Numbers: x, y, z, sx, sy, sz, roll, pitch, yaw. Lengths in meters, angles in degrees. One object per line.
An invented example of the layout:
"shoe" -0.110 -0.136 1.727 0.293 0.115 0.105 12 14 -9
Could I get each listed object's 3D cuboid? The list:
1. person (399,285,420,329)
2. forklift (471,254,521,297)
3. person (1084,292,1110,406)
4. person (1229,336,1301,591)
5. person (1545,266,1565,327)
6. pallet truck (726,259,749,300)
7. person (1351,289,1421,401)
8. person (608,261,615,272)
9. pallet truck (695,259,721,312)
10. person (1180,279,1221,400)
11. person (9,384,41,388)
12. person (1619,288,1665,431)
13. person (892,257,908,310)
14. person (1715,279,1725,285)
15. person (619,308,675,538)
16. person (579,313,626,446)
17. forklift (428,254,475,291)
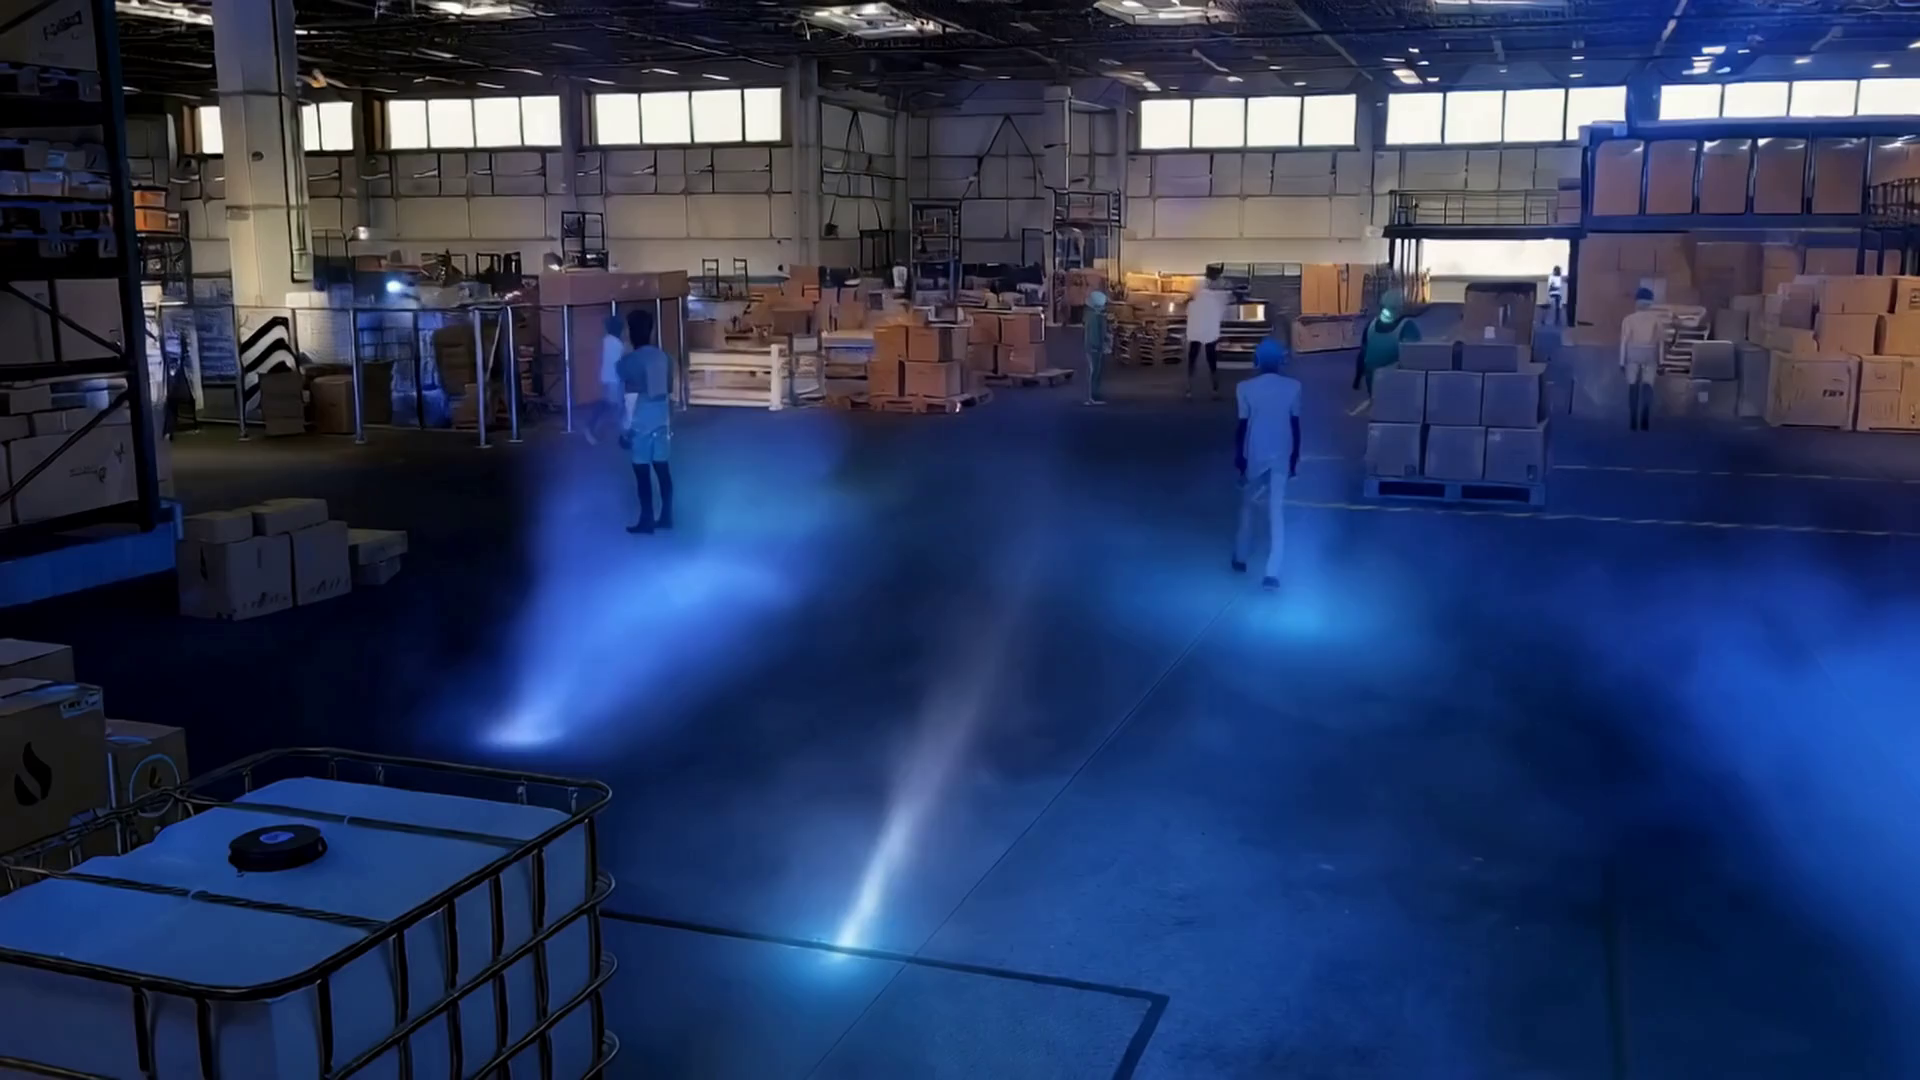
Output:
"person" -10.411 -3.988 31.771 0.812 1.731 0.550 5 11 25
"forklift" -17.990 -10.121 64.684 1.157 1.987 2.680 3 11 17
"person" 2.130 -2.982 26.003 0.320 1.769 0.523 -5 11 -27
"person" 2.262 -0.582 12.303 0.524 1.828 0.914 0 10 0
"person" 18.252 -7.478 51.046 0.579 1.867 0.449 -2 10 -10
"pallet truck" -7.986 -9.493 62.019 0.823 1.965 1.885 3 11 17
"person" 4.879 -1.909 19.186 0.699 2.000 0.991 10 14 44
"person" -13.018 -9.522 62.474 0.575 1.885 0.687 -4 11 -20
"pallet truck" -9.165 -9.627 62.776 0.823 1.965 1.885 4 11 23
"person" 3.942 -3.232 26.920 0.627 1.954 0.690 7 12 33
"person" -11.257 -1.891 20.152 0.787 1.670 0.540 1 10 7
"person" 9.193 -2.434 22.463 0.569 1.924 0.496 3 11 19
"person" -2.227 -9.580 62.385 0.615 2.040 0.391 3 10 16
"person" 25.553 -8.377 56.129 0.517 1.853 0.760 -5 11 -25
"person" -2.691 -1.000 14.277 0.362 1.963 0.614 6 12 31
"person" -4.345 -1.979 20.655 0.834 1.666 0.528 -6 12 -29
"forklift" -20.133 -10.254 65.465 1.157 1.987 2.680 3 11 19
